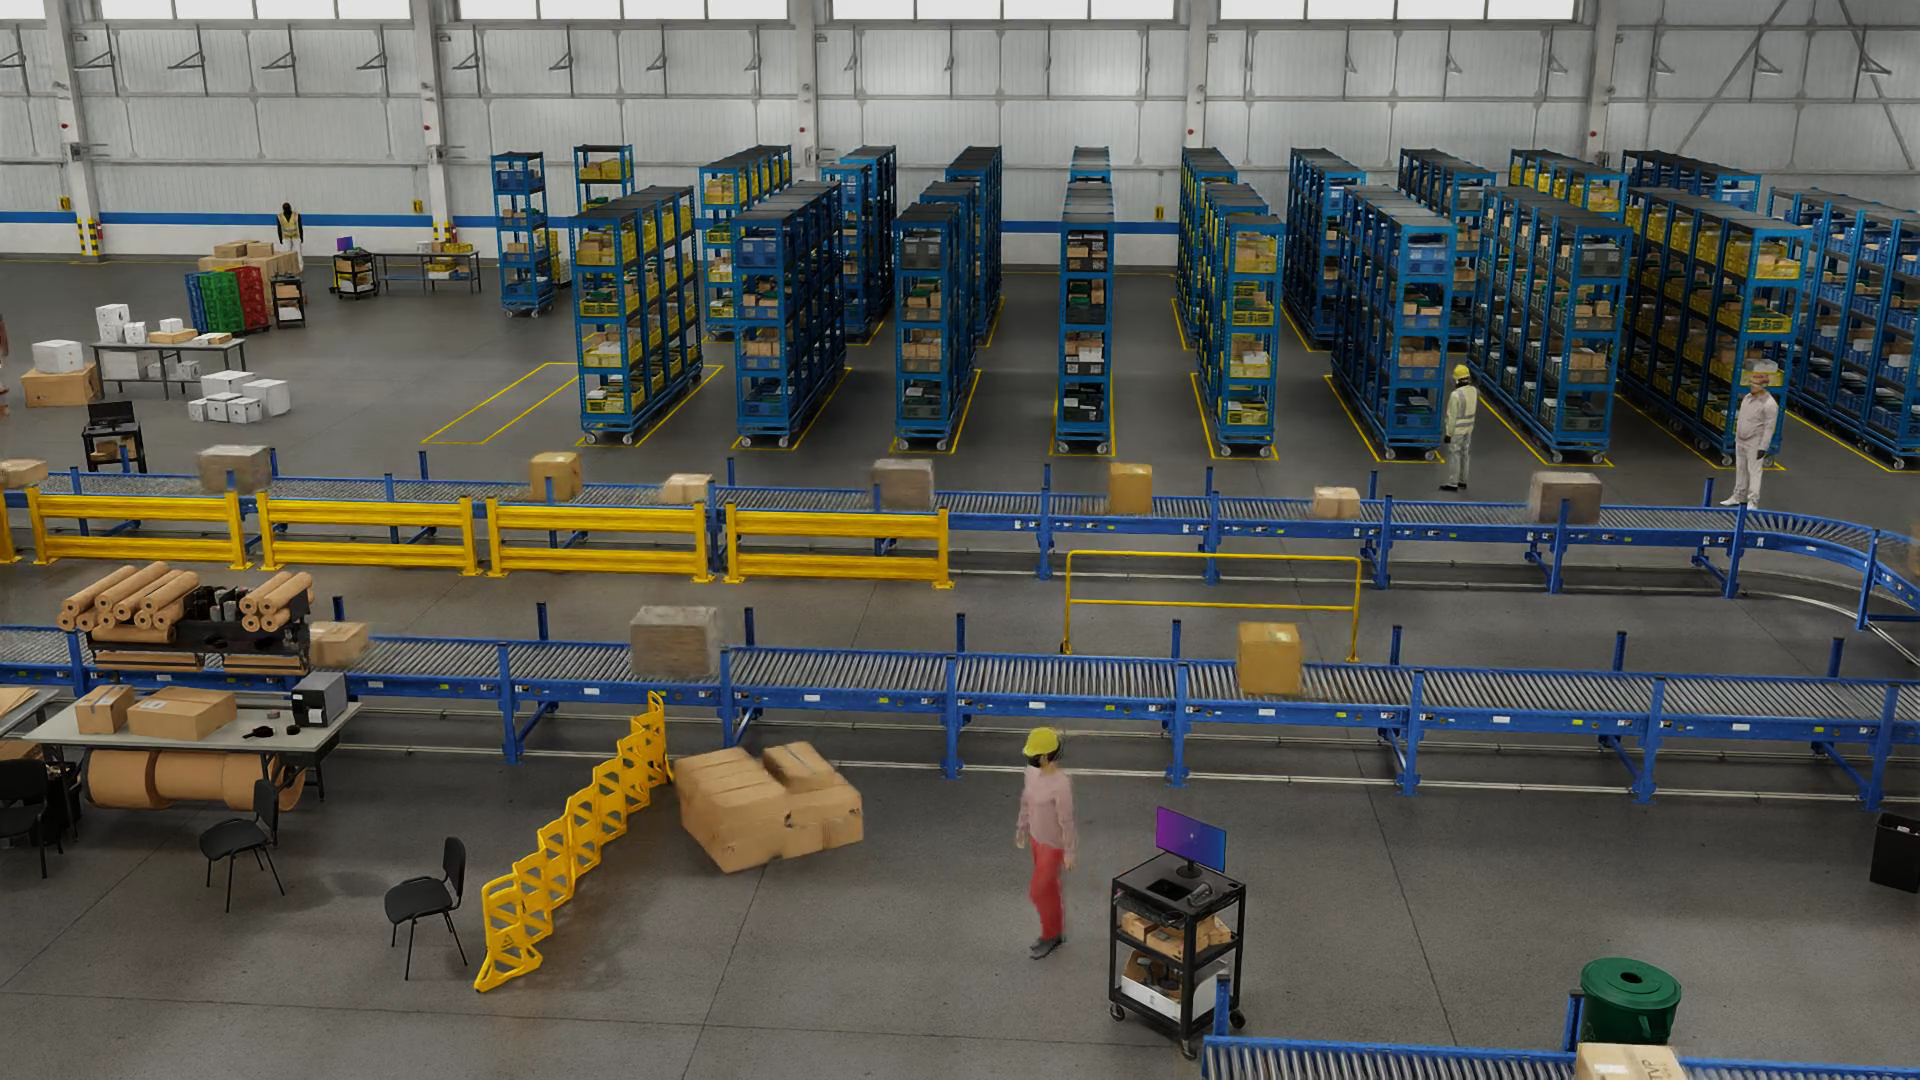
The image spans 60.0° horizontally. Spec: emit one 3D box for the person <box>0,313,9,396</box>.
[{"bbox_3d":[-17.103,-3.423,29.247,0.627,1.953,0.908,0,17,-1],"label":"person"}]

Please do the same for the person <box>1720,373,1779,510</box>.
[{"bbox_3d":[10.768,-1.334,22.666,0.409,1.913,0.646,-4,18,-11],"label":"person"}]

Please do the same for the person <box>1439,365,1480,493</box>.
[{"bbox_3d":[7.065,-1.576,23.572,0.588,1.827,0.404,-14,22,-37],"label":"person"}]

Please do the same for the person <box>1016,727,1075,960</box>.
[{"bbox_3d":[0.571,2.151,11.855,0.484,1.747,0.556,-9,19,-26],"label":"person"}]

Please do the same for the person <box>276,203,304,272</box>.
[{"bbox_3d":[-17.676,-7.989,43.924,0.631,1.831,0.429,-5,18,-17],"label":"person"}]
